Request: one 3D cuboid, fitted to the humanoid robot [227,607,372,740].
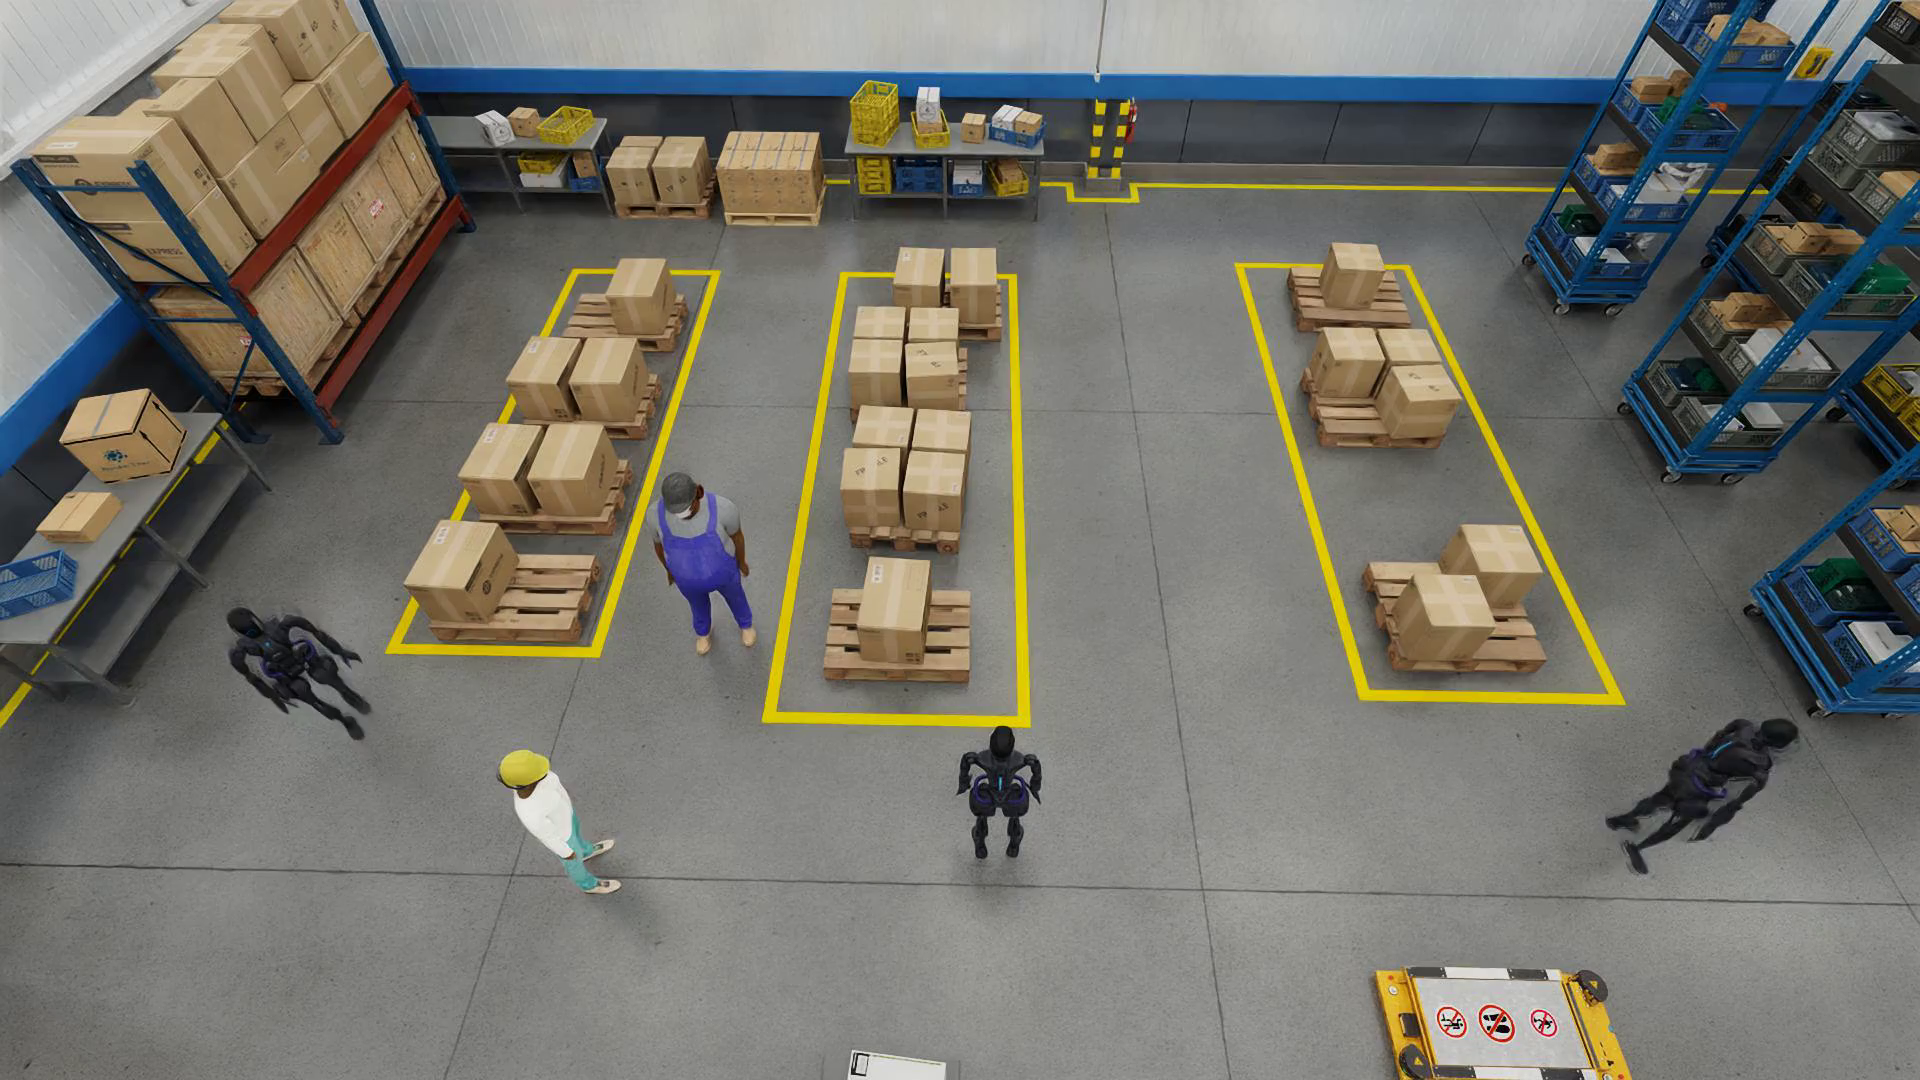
[{"bbox_3d":[-4.829,0.969,6.785,0.337,1.645,0.622,37,60,26],"label":"humanoid robot"}]

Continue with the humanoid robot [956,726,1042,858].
[{"bbox_3d":[0.266,1.697,6.184,0.586,1.657,0.331,1,51,1],"label":"humanoid robot"}]

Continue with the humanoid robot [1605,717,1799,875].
[{"bbox_3d":[5.042,1.681,6.230,0.384,1.639,0.699,15,52,12],"label":"humanoid robot"}]

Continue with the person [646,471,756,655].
[{"bbox_3d":[-1.994,0.216,7.168,0.673,2.000,0.537,-7,51,-5],"label":"person"}]

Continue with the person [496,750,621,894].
[{"bbox_3d":[-2.616,1.834,6.024,0.324,1.766,0.532,-17,53,-13],"label":"person"}]

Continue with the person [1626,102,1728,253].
[{"bbox_3d":[8.494,-4.288,10.937,0.356,1.887,0.571,0,51,0],"label":"person"}]

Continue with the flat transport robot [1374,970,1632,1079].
[{"bbox_3d":[3.501,3.133,5.914,1.431,0.197,0.652,1,51,1],"label":"flat transport robot"}]
